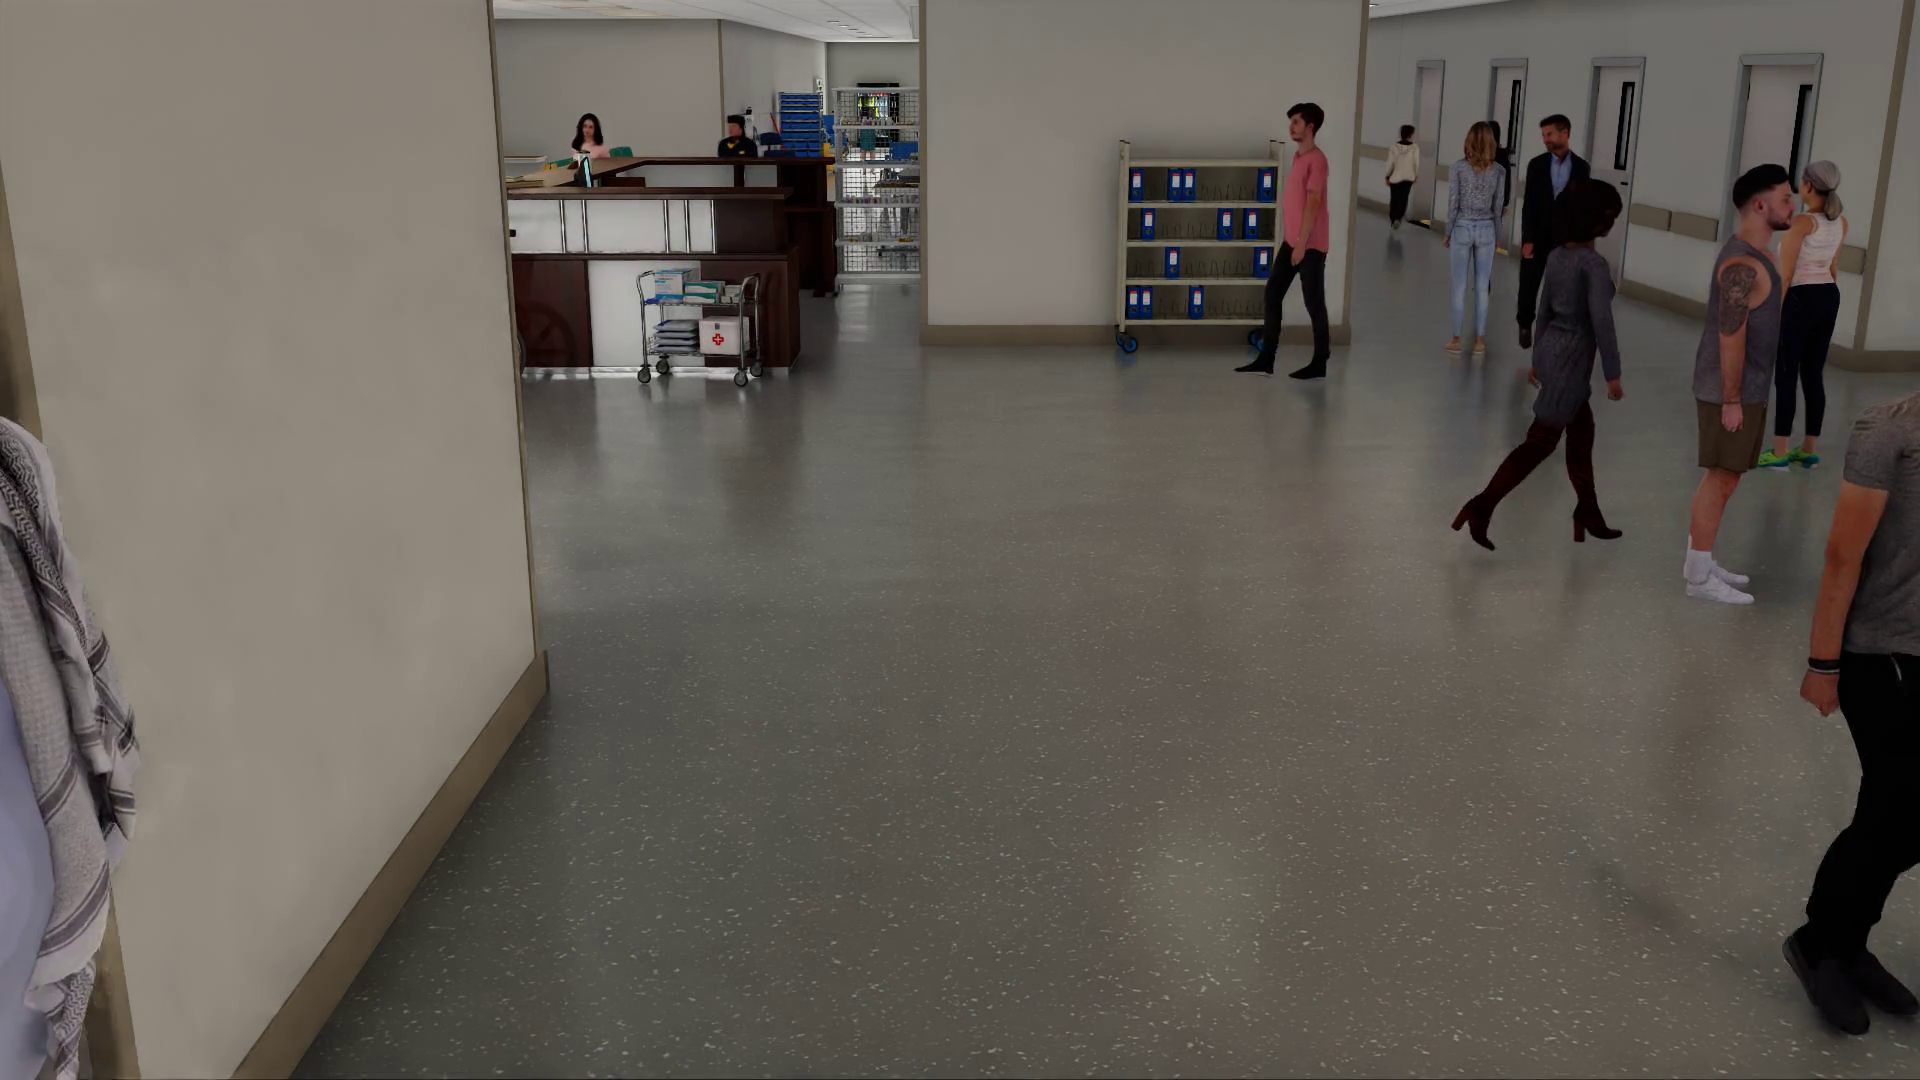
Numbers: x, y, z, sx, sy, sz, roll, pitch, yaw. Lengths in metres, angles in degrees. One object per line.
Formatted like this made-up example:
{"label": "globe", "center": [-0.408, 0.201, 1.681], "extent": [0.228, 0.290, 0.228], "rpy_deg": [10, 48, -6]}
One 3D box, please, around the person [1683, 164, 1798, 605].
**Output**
{"label": "person", "center": [3.254, -0.647, 6.999], "extent": [0.711, 1.842, 0.706], "rpy_deg": [7, 17, 23]}

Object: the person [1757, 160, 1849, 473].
{"label": "person", "center": [4.701, -1.238, 9.221], "extent": [0.599, 1.702, 0.728], "rpy_deg": [-7, 17, -22]}

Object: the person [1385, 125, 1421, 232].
{"label": "person", "center": [6.152, -5.027, 23.159], "extent": [0.963, 1.430, 0.890], "rpy_deg": [6, 17, 20]}

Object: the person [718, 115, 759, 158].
{"label": "person", "center": [-2.582, -4.169, 19.719], "extent": [1.097, 1.646, 1.046], "rpy_deg": [8, 18, 26]}

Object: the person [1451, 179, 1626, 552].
{"label": "person", "center": [2.629, -0.726, 7.471], "extent": [1.156, 1.665, 0.714], "rpy_deg": [-2, 16, -9]}

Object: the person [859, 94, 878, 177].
{"label": "person", "center": [-1.972, -8.657, 35.558], "extent": [0.427, 1.691, 0.623], "rpy_deg": [1, 16, 4]}

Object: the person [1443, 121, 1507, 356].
{"label": "person", "center": [4.019, -2.365, 13.045], "extent": [0.466, 1.795, 0.669], "rpy_deg": [2, 16, 7]}

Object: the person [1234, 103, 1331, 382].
{"label": "person", "center": [2.527, -2.078, 11.767], "extent": [0.985, 1.937, 0.806], "rpy_deg": [-4, 16, -14]}

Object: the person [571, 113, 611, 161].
{"label": "person", "center": [-3.756, -3.494, 17.156], "extent": [0.998, 1.737, 0.987], "rpy_deg": [10, 19, 32]}

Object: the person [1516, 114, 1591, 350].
{"label": "person", "center": [4.409, -2.218, 12.522], "extent": [1.241, 1.797, 0.927], "rpy_deg": [4, 16, 12]}

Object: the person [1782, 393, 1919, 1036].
{"label": "person", "center": [2.149, 0.249, 3.871], "extent": [0.675, 1.743, 0.767], "rpy_deg": [-6, 17, -20]}

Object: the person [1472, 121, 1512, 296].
{"label": "person", "center": [5.148, -3.194, 16.169], "extent": [0.690, 1.696, 0.718], "rpy_deg": [-3, 16, -10]}
